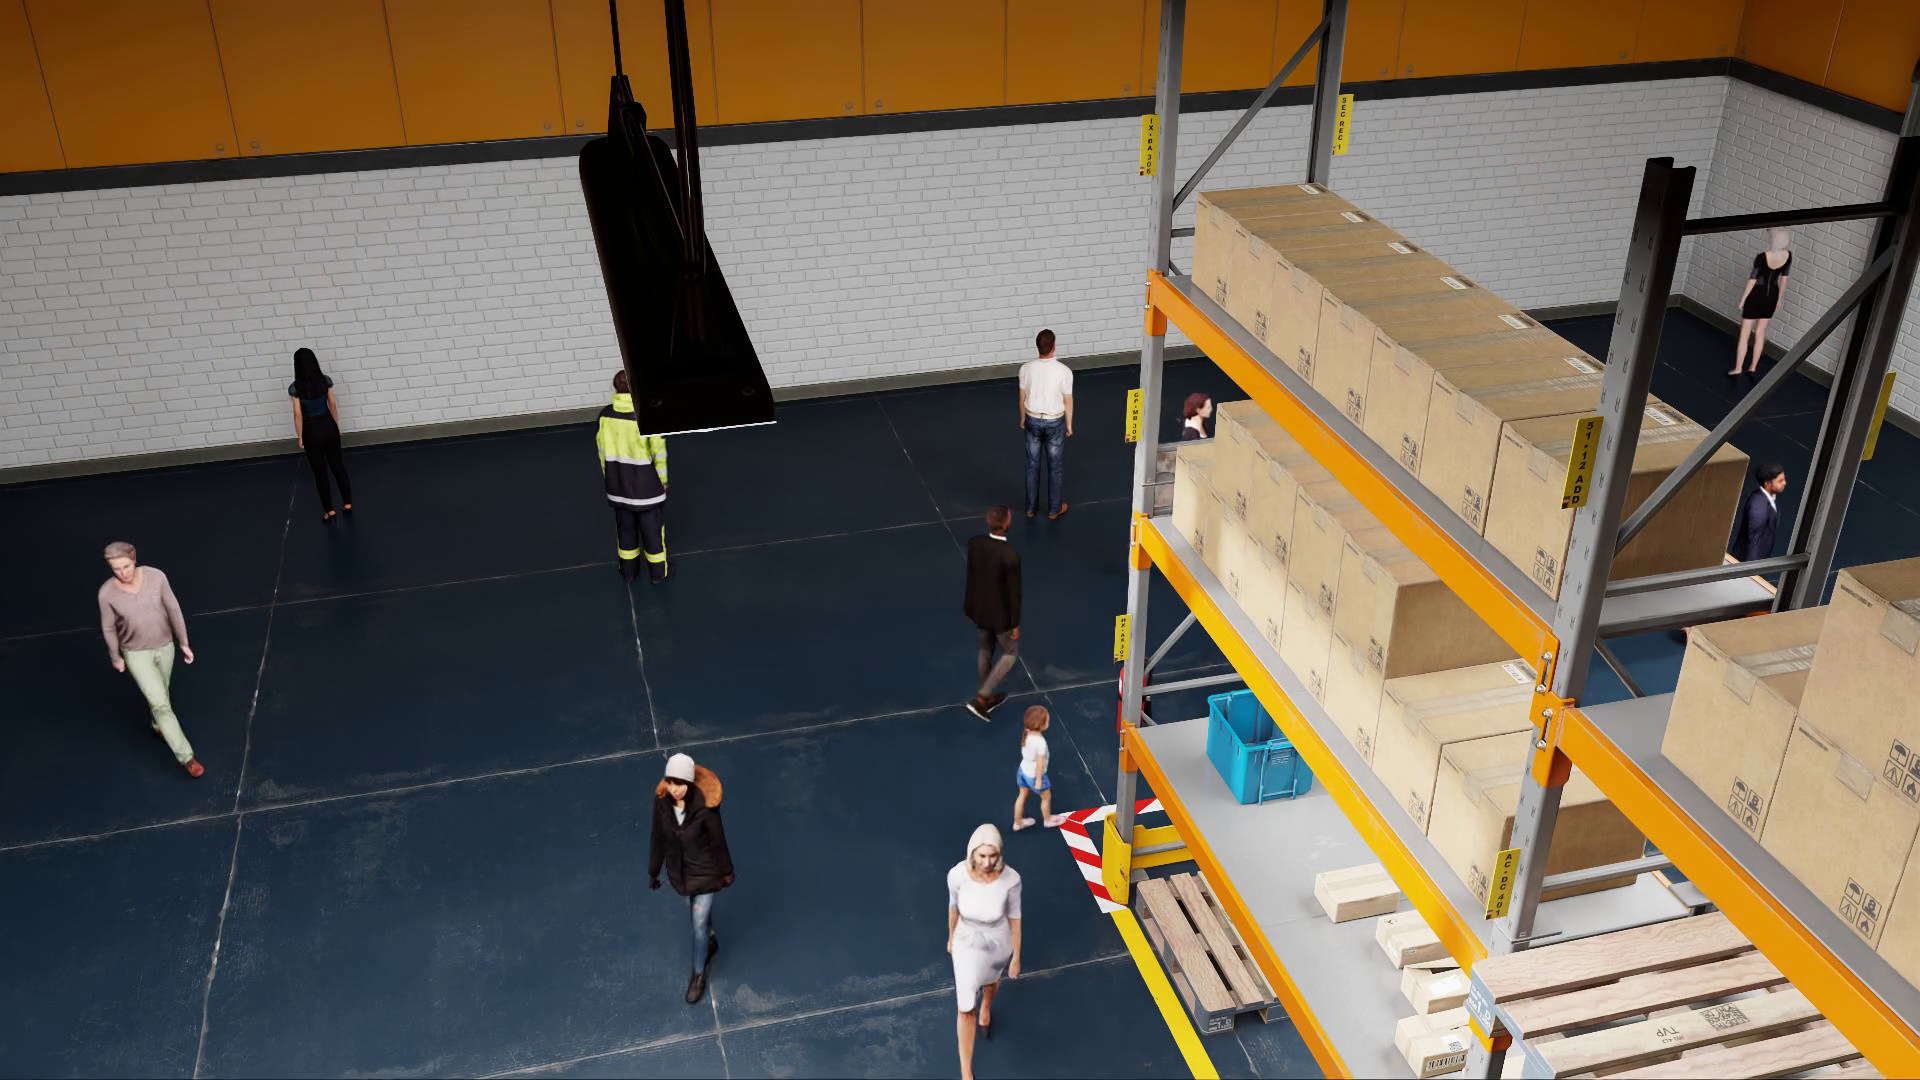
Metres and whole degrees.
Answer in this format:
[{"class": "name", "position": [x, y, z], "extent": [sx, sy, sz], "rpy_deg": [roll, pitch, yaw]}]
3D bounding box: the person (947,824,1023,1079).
[{"class": "person", "position": [0.136, 2.264, 9.494], "extent": [0.769, 1.698, 1.135], "rpy_deg": [1, 29, 1]}]

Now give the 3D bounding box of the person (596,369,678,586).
[{"class": "person", "position": [-2.810, -0.555, 14.365], "extent": [0.866, 1.982, 0.841], "rpy_deg": [6, 29, 11]}]

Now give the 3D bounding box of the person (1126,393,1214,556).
[{"class": "person", "position": [1.897, -0.442, 14.371], "extent": [0.827, 1.778, 1.030], "rpy_deg": [0, 29, 0]}]

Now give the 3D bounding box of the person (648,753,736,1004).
[{"class": "person", "position": [-1.595, 1.952, 10.150], "extent": [0.860, 1.617, 0.942], "rpy_deg": [9, 30, 17]}]

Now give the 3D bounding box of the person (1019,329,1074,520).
[{"class": "person", "position": [0.783, -1.075, 15.450], "extent": [0.752, 1.856, 0.754], "rpy_deg": [7, 29, 13]}]

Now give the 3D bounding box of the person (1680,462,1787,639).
[{"class": "person", "position": [6.265, 0.153, 13.361], "extent": [1.143, 1.700, 1.070], "rpy_deg": [17, 33, 28]}]

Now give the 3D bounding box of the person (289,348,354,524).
[{"class": "person", "position": [-5.915, -0.971, 15.383], "extent": [0.629, 1.737, 0.634], "rpy_deg": [-24, 37, -37]}]

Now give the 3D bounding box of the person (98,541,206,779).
[{"class": "person", "position": [-5.915, 0.786, 12.076], "extent": [1.286, 1.821, 1.083], "rpy_deg": [24, 36, 36]}]

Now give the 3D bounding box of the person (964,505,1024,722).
[{"class": "person", "position": [0.195, 0.592, 12.464], "extent": [0.932, 1.789, 0.974], "rpy_deg": [21, 35, 33]}]

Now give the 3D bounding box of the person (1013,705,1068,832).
[{"class": "person", "position": [0.461, 1.592, 11.447], "extent": [0.537, 1.007, 0.554], "rpy_deg": [-12, 31, -21]}]

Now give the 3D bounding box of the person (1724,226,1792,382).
[{"class": "person", "position": [8.821, -2.612, 18.305], "extent": [0.656, 1.819, 0.570], "rpy_deg": [-1, 29, -2]}]
